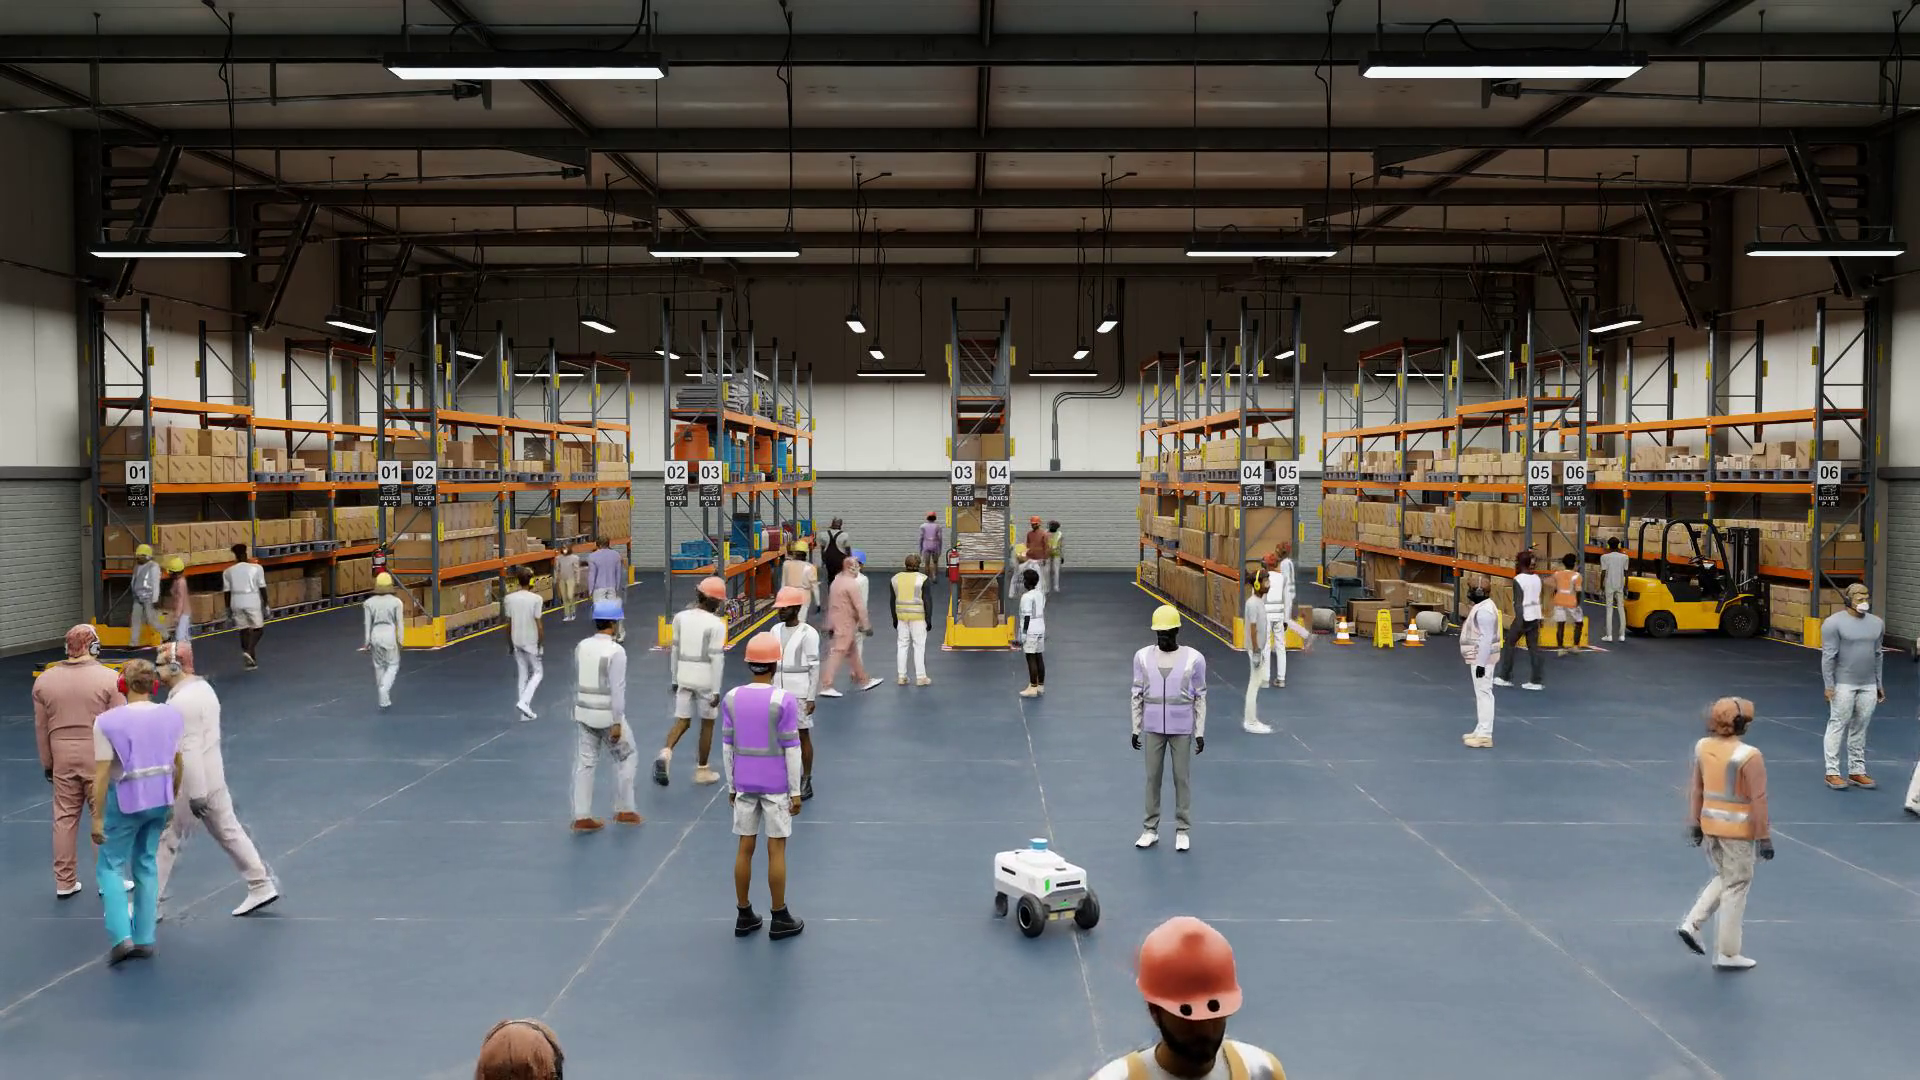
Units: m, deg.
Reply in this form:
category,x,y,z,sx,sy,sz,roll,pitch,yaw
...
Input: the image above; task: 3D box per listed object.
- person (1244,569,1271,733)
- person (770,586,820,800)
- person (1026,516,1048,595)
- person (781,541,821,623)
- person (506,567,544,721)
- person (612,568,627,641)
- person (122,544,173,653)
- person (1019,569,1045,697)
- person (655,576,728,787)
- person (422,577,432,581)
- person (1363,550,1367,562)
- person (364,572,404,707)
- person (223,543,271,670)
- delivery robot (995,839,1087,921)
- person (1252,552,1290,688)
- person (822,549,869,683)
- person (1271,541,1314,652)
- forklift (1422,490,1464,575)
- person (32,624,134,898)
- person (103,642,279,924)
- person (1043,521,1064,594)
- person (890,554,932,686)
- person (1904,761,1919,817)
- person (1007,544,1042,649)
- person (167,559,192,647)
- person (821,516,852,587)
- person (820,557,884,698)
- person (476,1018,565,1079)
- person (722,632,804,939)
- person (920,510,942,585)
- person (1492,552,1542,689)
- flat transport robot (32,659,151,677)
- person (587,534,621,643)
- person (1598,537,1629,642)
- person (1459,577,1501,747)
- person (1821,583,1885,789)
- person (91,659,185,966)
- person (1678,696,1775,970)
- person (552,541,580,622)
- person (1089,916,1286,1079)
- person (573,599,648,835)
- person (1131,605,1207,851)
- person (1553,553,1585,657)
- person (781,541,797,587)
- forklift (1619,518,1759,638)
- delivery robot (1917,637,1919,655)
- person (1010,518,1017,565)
category,x,y,z,sx,sy,sz,roll,pitch,yaw
person,3.431,1.269,18.589,0.310,1.868,0.532,1,2,14
person,-1.539,1.388,14.716,0.547,1.938,0.379,2,3,34
person,1.814,0.421,38.353,0.612,1.994,0.395,2,3,41
person,-2.511,0.965,25.922,0.616,1.881,0.963,1,2,23
person,-5.221,1.249,19.356,0.512,1.856,0.445,1,2,15
person,-6.030,1.015,28.259,0.501,1.610,0.775,1,2,23
person,-13.653,0.960,27.101,0.610,1.811,0.762,1,3,28
person,0.959,1.236,21.536,0.317,1.695,0.540,1,3,28
person,-2.517,1.342,15.142,0.666,2.003,0.788,1,3,26
person,-10.931,0.650,33.430,0.542,1.929,0.373,1,3,25
person,11.255,0.212,44.442,0.994,1.933,0.619,1,3,32
person,-7.297,1.266,20.422,0.489,1.726,0.594,0,2,-4
person,-10.777,1.008,24.379,0.694,1.928,0.580,0,2,-4
delivery robot,0.523,2.208,10.597,0.477,0.478,0.707,-1,2,-28
person,4.314,1.108,22.464,0.575,1.882,0.360,-1,2,-16
person,-1.607,1.088,22.901,0.626,1.901,0.782,1,3,31
person,5.481,0.947,26.843,0.730,1.861,0.584,1,2,17
forklift,13.926,-0.371,47.846,1.873,2.768,1.129,0,2,0
person,-6.110,1.539,11.307,0.643,1.909,0.411,0,2,-2
person,-5.063,1.597,10.698,1.037,1.859,0.648,0,2,-9
person,2.286,0.440,40.453,0.659,1.832,0.432,0,2,-3
person,-0.669,1.116,22.752,0.630,1.842,0.429,1,3,26
person,8.473,1.587,13.890,0.836,1.597,0.507,-1,3,-27
person,1.064,0.963,27.492,0.881,1.766,0.615,-2,3,-36
person,-11.633,1.125,24.055,0.339,1.721,0.682,-1,3,-29
person,-2.818,0.465,37.219,0.704,2.000,0.749,1,2,16
person,-1.433,1.158,21.543,1.017,1.851,0.647,-1,3,-25
person,-1.047,1.980,3.900,0.529,1.602,0.568,0,2,1
person,-1.254,1.559,10.362,0.549,1.942,0.347,1,2,22
person,-0.772,0.209,43.519,0.627,2.012,0.865,0,2,6
person,7.740,1.106,22.405,0.610,1.880,0.884,-2,3,-35
flat transport robot,-12.715,1.874,23.691,1.431,0.197,0.652,0,2,0
person,-6.169,0.861,27.986,0.627,1.941,0.372,-2,3,-39
person,11.609,0.870,28.691,0.521,1.865,0.335,0,2,5
person,5.673,1.320,17.621,0.430,1.845,0.623,1,2,18
person,8.424,1.368,15.222,0.631,1.938,0.362,0,2,-9
person,-5.002,1.645,9.819,0.456,1.821,0.589,1,3,32
person,4.595,1.744,9.618,0.383,1.628,0.519,0,2,-11
person,-7.936,0.838,32.488,0.517,1.616,0.484,0,2,12
person,0.515,1.825,3.876,0.555,1.923,0.584,-1,2,-18
person,-2.901,1.450,13.396,0.620,1.921,0.763,2,3,36
person,1.636,1.473,12.721,0.594,1.924,0.383,1,2,20
person,9.926,1.057,26.295,0.585,1.677,0.540,-2,3,-43
person,-2.860,0.939,27.293,0.331,1.840,0.511,0,2,-3
forklift,13.417,0.684,29.791,2.313,2.155,1.214,0,2,0
delivery robot,15.343,1.619,25.418,0.477,0.478,0.707,2,3,45
person,1.472,0.132,47.956,0.746,1.811,0.599,1,2,20
